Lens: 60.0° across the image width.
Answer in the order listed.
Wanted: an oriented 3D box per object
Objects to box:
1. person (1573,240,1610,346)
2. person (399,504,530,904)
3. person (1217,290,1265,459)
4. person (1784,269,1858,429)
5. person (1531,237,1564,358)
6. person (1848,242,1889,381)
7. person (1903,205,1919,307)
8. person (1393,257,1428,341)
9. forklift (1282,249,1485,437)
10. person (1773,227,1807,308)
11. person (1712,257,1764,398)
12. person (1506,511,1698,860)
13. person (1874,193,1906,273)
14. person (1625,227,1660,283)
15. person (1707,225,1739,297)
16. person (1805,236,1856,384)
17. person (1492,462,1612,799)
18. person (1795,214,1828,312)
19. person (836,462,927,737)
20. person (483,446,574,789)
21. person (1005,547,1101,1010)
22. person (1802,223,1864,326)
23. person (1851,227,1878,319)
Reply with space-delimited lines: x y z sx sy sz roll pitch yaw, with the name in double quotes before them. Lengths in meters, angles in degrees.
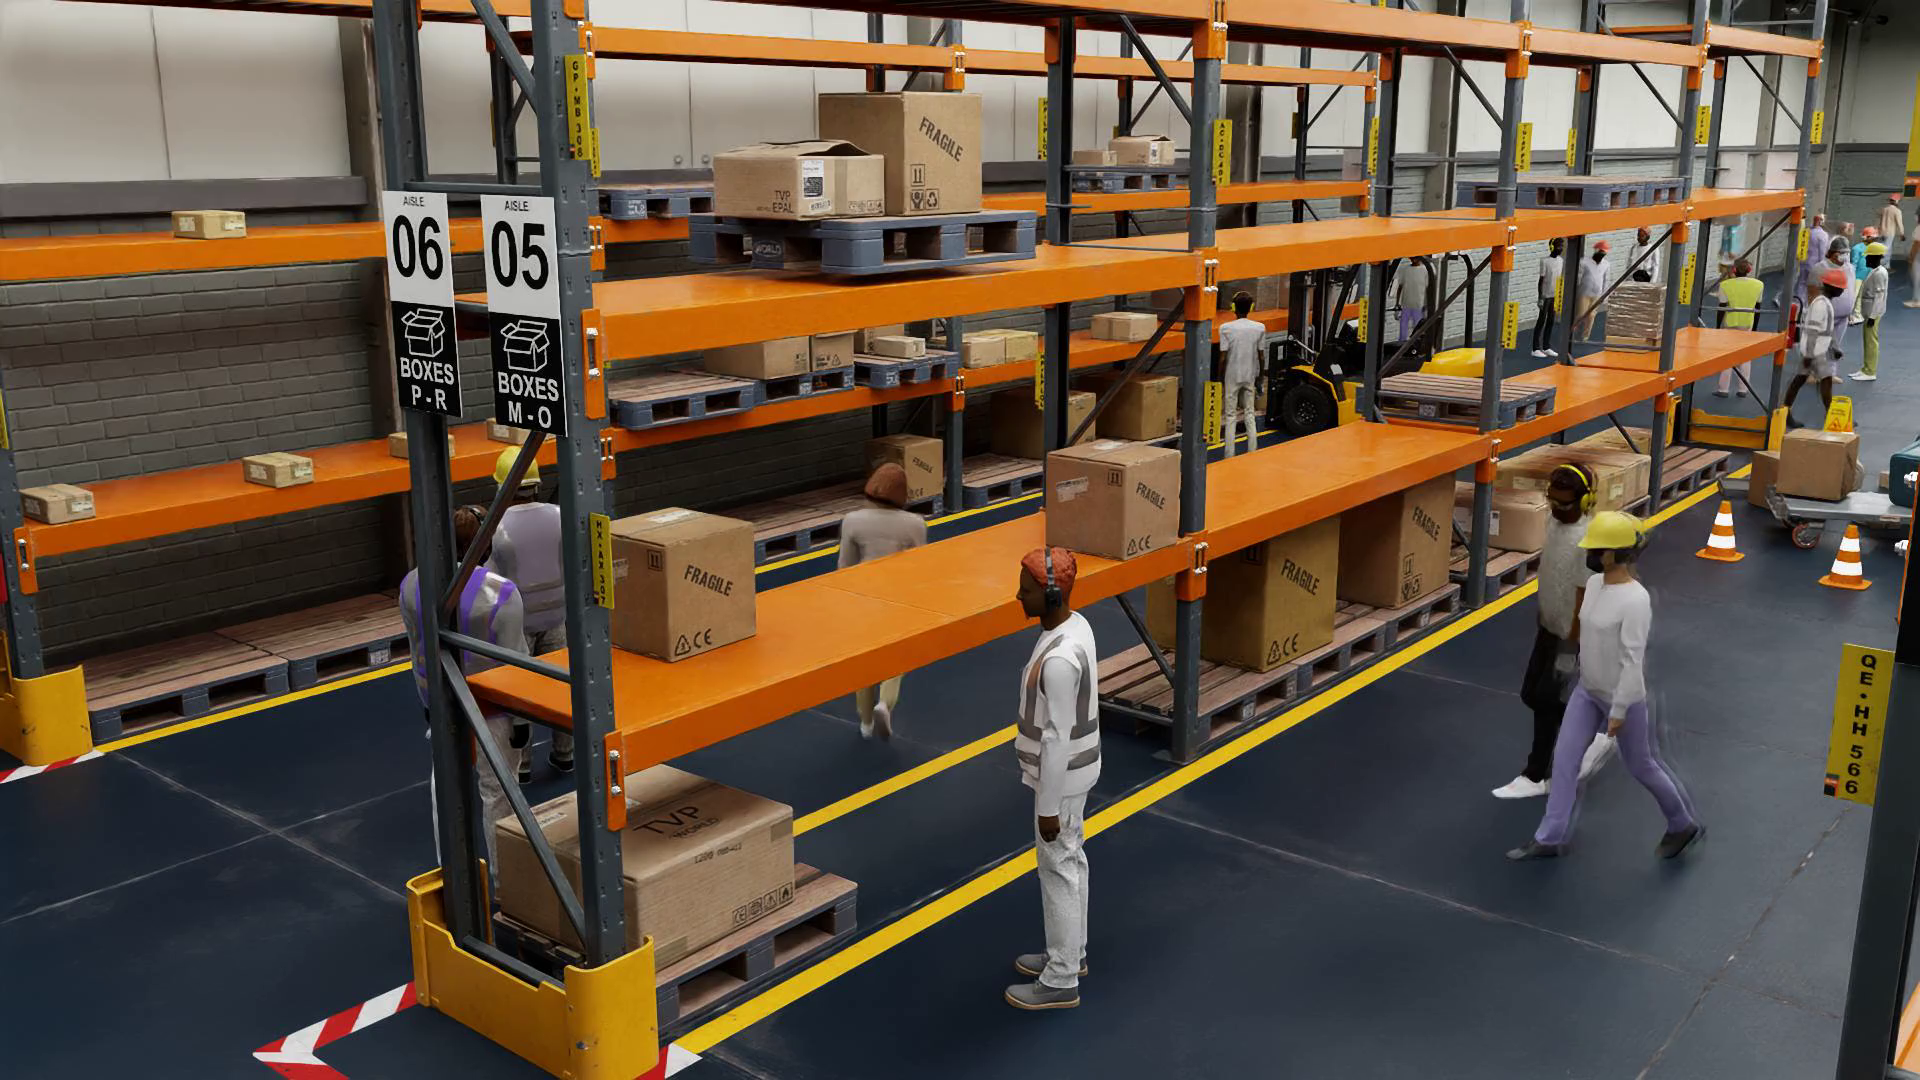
"person" 10.291 -4.031 27.146 0.600 1.715 0.451 -1 14 -4
"person" -2.174 0.743 7.481 0.613 1.835 0.429 5 15 19
"person" 2.849 -1.604 16.956 0.532 1.868 0.310 -2 14 -9
"person" 10.067 -2.198 19.331 0.919 1.885 0.569 6 15 23
"person" 9.137 -3.761 25.764 0.516 1.861 0.319 -9 16 -32
"person" 12.762 -3.198 23.323 0.387 1.926 0.591 6 15 22
"person" 19.057 -5.653 33.087 0.536 2.000 0.697 13 19 43
"person" 6.523 -3.339 24.016 0.510 1.872 0.328 6 15 24
"forklift" 4.886 -2.214 18.767 2.313 2.155 1.214 11 18 38
"person" 16.261 -5.287 32.467 0.379 1.622 0.524 -2 14 -8
"person" 10.177 -2.775 21.788 0.564 1.836 0.403 0 14 2
"person" 3.126 0.707 7.857 0.906 1.729 0.532 -3 14 -10
"person" 22.745 -7.455 40.571 0.810 1.962 0.630 -1 14 -6
"person" 11.433 -4.320 27.982 0.346 1.882 0.584 -8 16 -31
"person" 16.204 -6.153 35.175 0.514 2.036 0.642 5 15 19
"person" 12.041 -3.160 22.935 0.688 2.000 0.536 -3 14 -12
"person" 3.135 0.477 8.569 0.584 1.837 0.564 -2 14 -7
"person" 16.391 -5.295 31.929 0.399 1.899 0.646 -3 14 -12
"person" -0.461 0.369 9.433 0.560 1.610 0.450 2 14 8
"person" -2.297 0.408 8.829 0.591 1.837 0.403 -11 18 -39
"person" 0.376 0.938 6.589 0.359 1.880 0.575 2 14 8
"person" 15.724 -4.742 29.790 1.054 1.840 0.678 9 17 34
"person" 16.488 -4.839 30.378 0.567 1.744 0.353 -6 15 -23
